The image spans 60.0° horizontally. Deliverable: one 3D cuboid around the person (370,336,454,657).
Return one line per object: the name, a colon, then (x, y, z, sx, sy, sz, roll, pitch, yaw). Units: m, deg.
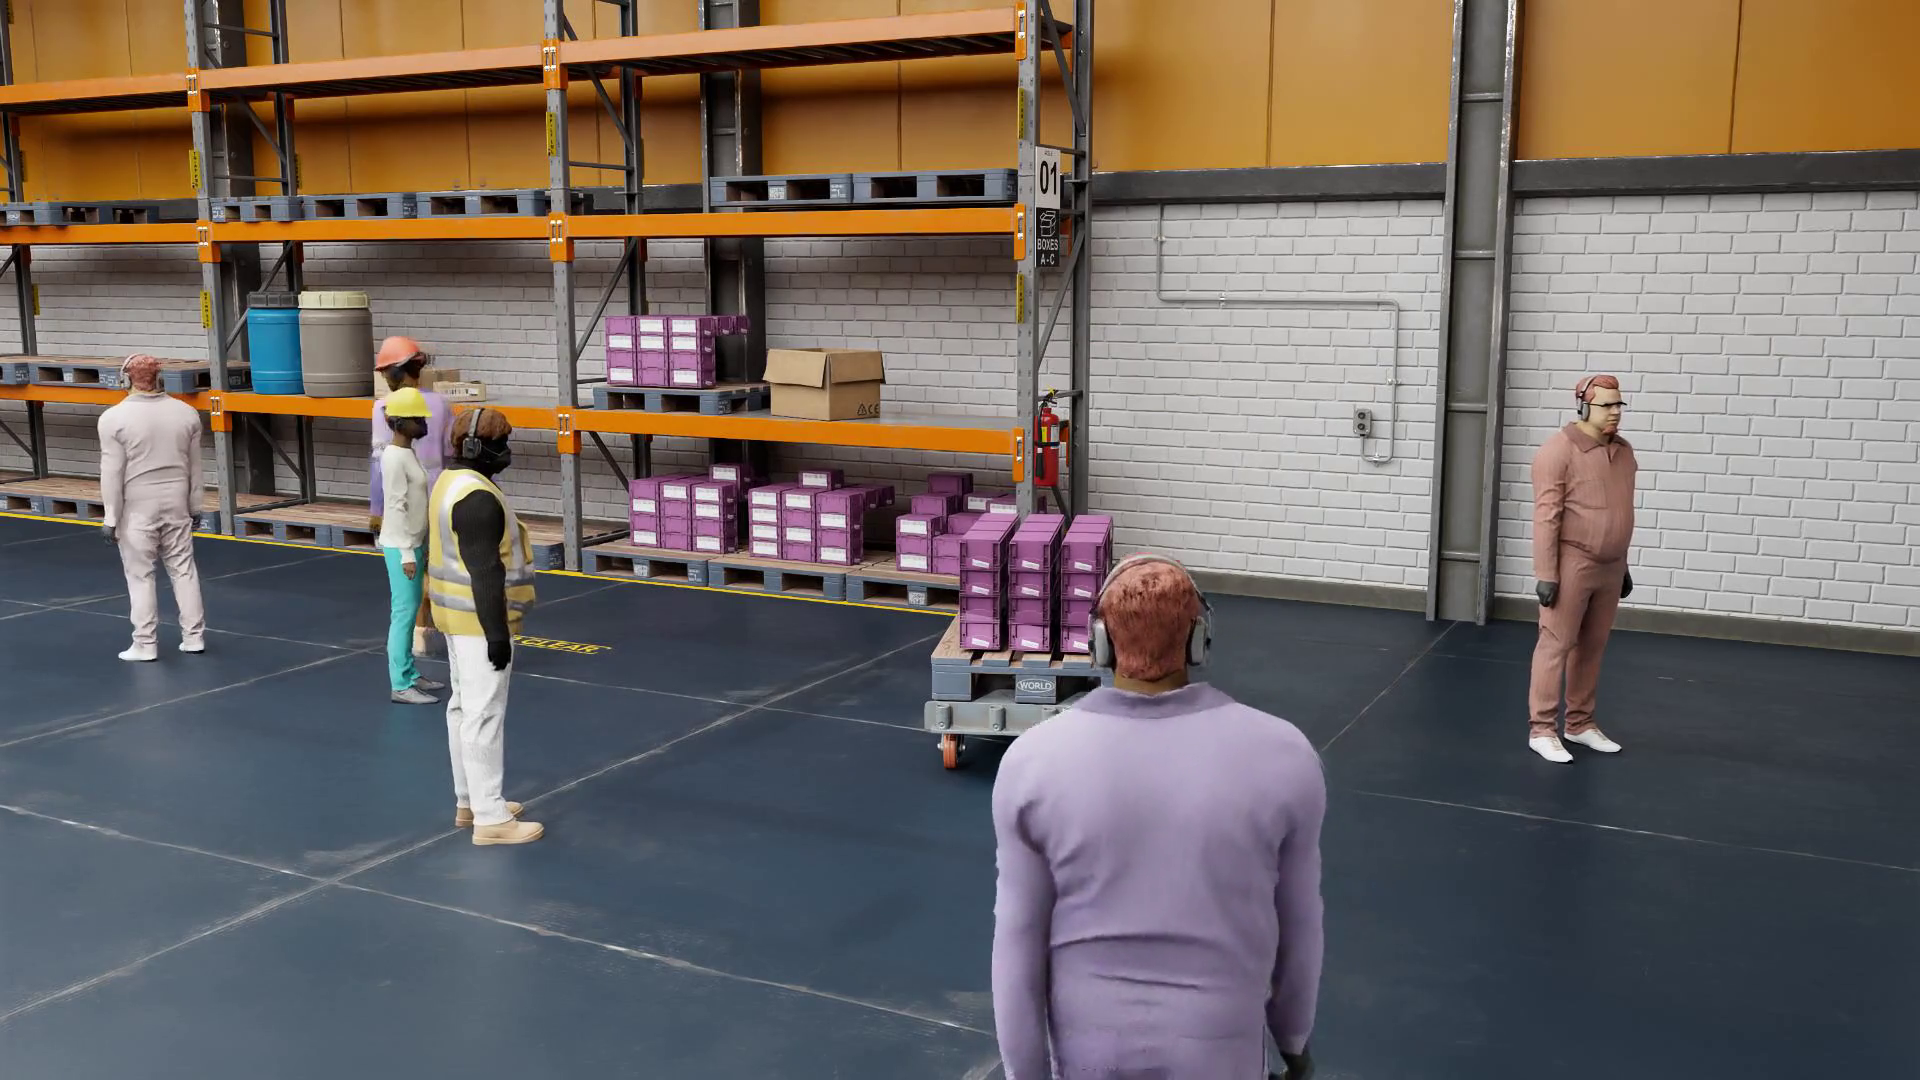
person: (-3.261, -0.235, 10.202, 0.778, 2.015, 0.648, 4, 10, 22)

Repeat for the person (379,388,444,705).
person: (-3.067, 0.032, 9.316, 0.340, 1.763, 0.530, -1, 9, -9)

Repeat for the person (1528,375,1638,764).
person: (3.100, 0.139, 8.205, 0.648, 1.907, 0.401, -5, 11, -30)

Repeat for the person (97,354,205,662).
person: (-4.996, -0.181, 10.280, 0.474, 1.912, 0.665, 6, 11, 33)

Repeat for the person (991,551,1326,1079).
person: (0.374, 0.968, 3.196, 0.635, 1.876, 0.875, 2, 9, 10)

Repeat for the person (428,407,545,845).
person: (-2.018, 0.359, 7.063, 0.430, 1.840, 0.623, -4, 10, -26)
